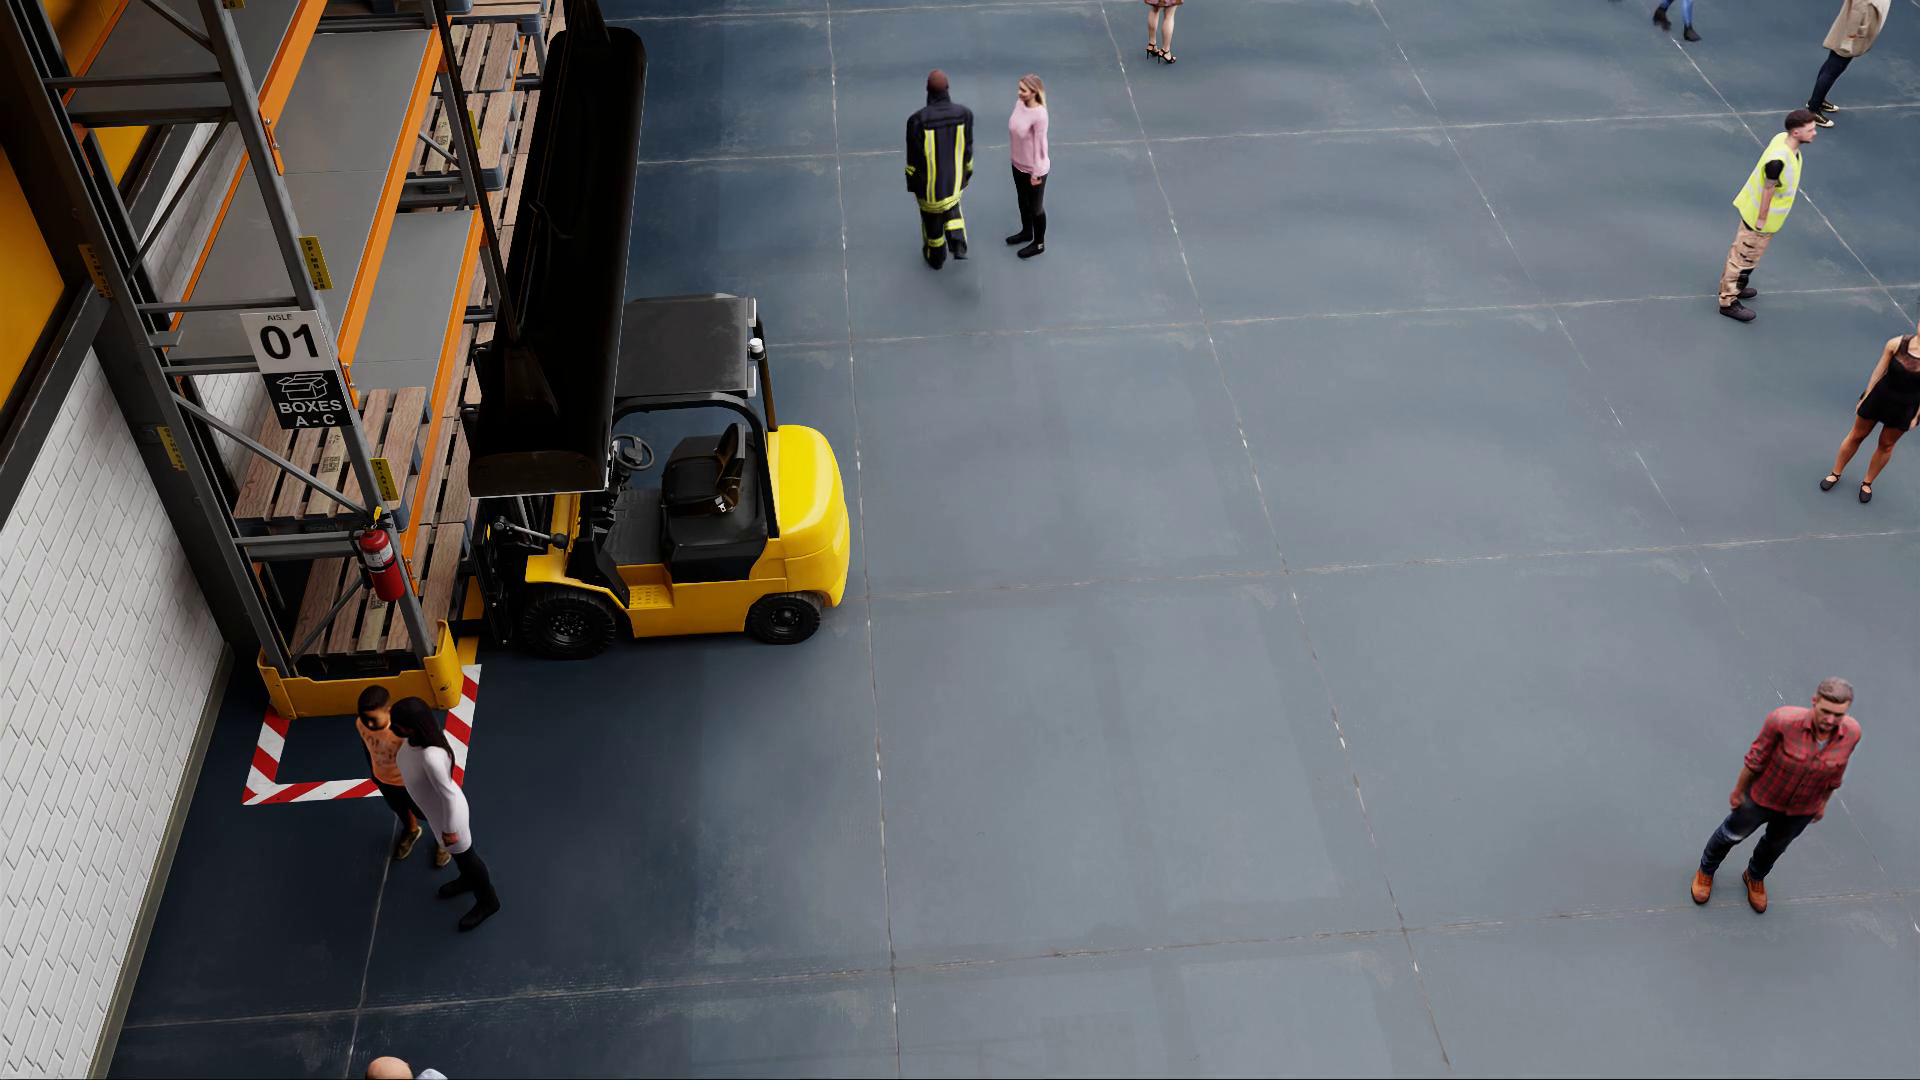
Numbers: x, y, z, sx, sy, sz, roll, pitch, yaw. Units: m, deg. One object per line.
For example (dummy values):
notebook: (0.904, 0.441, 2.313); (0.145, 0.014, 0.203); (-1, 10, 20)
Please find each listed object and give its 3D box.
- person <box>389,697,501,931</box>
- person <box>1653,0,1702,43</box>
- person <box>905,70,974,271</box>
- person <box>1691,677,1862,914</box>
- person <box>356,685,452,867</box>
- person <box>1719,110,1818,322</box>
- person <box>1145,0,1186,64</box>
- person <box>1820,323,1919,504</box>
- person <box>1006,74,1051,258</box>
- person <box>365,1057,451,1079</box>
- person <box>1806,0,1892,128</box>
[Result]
person: (-2.864, 1.493, 9.246); (0.751, 1.808, 0.627); (-24, 49, -23)
person: (7.599, -6.084, 17.355); (0.848, 1.595, 1.062); (-20, 47, -20)
person: (-0.149, -3.067, 14.031); (0.885, 1.811, 0.968); (-16, 46, -17)
person: (4.604, 1.408, 9.319); (0.744, 1.831, 0.650); (7, 44, 8)
person: (-3.248, 1.346, 9.657); (0.577, 1.455, 0.579); (11, 45, 11)
person: (6.599, -2.694, 13.614); (0.900, 1.846, 0.814); (18, 46, 18)
person: (2.093, -5.684, 16.804); (0.858, 1.775, 0.781); (-29, 51, -27)
person: (6.708, -0.990, 11.950); (0.682, 1.674, 0.730); (25, 49, 24)
person: (0.617, -3.231, 14.294); (0.732, 1.686, 0.619); (-23, 48, -22)
person: (-2.467, 2.923, 7.758); (0.774, 1.791, 0.623); (10, 44, 10)
person: (8.538, -4.931, 15.932); (0.885, 1.887, 0.805); (23, 48, 22)
